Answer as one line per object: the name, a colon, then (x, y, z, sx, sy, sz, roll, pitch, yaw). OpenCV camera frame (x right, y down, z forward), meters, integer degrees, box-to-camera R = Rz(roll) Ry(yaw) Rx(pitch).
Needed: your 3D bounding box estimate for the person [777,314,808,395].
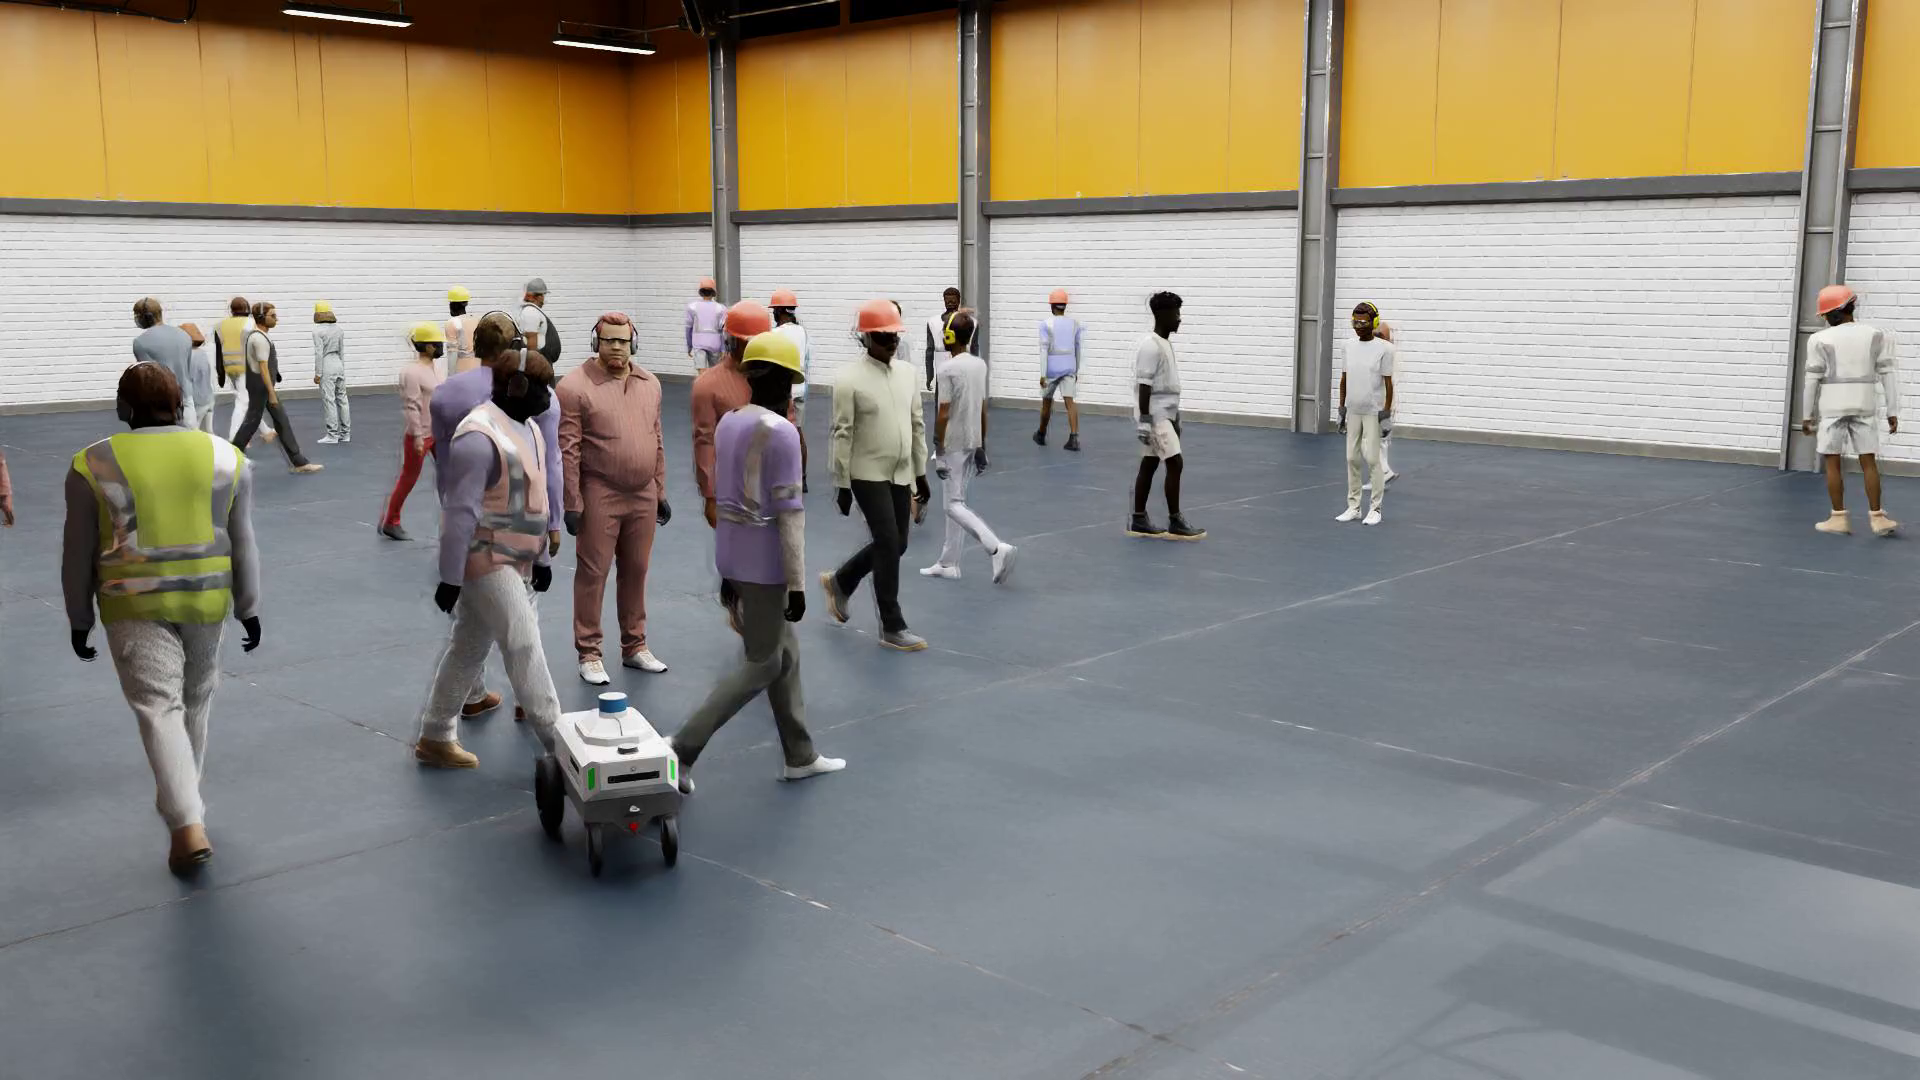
person: (-1.799, -1.516, 17.196, 0.370, 1.681, 0.546, 9, 13, 44)

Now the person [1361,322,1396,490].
person: (3.965, -1.264, 15.848, 0.363, 1.627, 0.517, 6, 11, 31)

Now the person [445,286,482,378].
person: (-5.577, -1.879, 18.670, 0.360, 1.930, 0.587, 3, 10, 18)

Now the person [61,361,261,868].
person: (-2.887, 0.248, 6.061, 0.638, 1.800, 0.977, -8, 12, -40)

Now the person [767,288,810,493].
person: (-1.640, -1.382, 15.598, 0.360, 1.936, 0.552, 4, 10, 26)

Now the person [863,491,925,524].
person: (-0.545, -0.910, 13.542, 0.706, 1.670, 0.538, 7, 12, 38)

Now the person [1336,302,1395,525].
person: (3.357, -1.044, 13.812, 0.367, 1.853, 0.490, -9, 13, -43)

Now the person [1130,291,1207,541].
person: (1.675, -0.958, 12.963, 0.754, 1.942, 0.637, 3, 10, 17)

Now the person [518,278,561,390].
person: (-5.596, -2.419, 21.641, 0.865, 2.000, 0.693, -3, 10, -16)

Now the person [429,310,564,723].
person: (-2.154, -0.101, 7.799, 0.623, 1.932, 0.382, 1, 9, 6)

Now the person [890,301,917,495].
person: (-0.649, -1.176, 14.645, 0.663, 1.836, 0.552, 2, 9, 10)

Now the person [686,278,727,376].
person: (-3.760, -2.888, 24.735, 0.615, 1.974, 1.095, -1, 9, -8)

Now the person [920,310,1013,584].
person: (0.044, -0.616, 11.195, 0.771, 1.851, 0.518, 7, 12, 36)

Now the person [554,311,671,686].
person: (-1.760, -0.220, 8.579, 0.401, 1.904, 0.650, 9, 13, 43)

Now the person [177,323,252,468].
person: (-7.322, -1.311, 16.184, 0.642, 1.605, 0.528, -1, 9, -7)

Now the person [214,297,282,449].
person: (-8.465, -1.992, 19.811, 0.641, 1.777, 1.010, 3, 10, 18)

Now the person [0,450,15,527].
person: (-5.367, -0.184, 8.890, 0.891, 1.714, 0.549, 8, 12, 39)

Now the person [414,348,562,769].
person: (-1.903, 0.102, 6.944, 0.960, 1.786, 0.652, 0, 9, 1)

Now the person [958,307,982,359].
person: (0.098, -2.364, 22.641, 0.493, 1.594, 0.576, 3, 10, 16)

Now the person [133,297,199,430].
person: (-7.092, -1.234, 14.914, 1.061, 1.875, 0.646, 5, 11, 30)

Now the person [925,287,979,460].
person: (-0.085, -1.841, 18.479, 0.596, 1.915, 0.372, 0, 9, 1)

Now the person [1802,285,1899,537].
person: (7.116, -1.028, 13.274, 0.733, 1.990, 0.521, 2, 9, 12)

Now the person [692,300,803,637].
person: (-1.162, -0.303, 8.933, 0.661, 1.957, 0.681, -8, 12, -39)

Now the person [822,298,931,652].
person: (-0.500, -0.385, 9.419, 0.829, 1.964, 0.606, 8, 12, 40)

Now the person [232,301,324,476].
person: (-7.104, -1.529, 16.951, 0.980, 1.800, 0.529, -3, 10, -16)

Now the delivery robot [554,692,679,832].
delivery robot: (-1.272, 0.806, 6.127, 0.477, 0.478, 0.707, -4, 10, -22)

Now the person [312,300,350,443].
person: (-7.706, -2.048, 20.287, 0.313, 1.741, 0.487, 3, 10, 20)

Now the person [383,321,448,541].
person: (-4.113, -0.827, 12.859, 0.930, 1.720, 0.537, 3, 10, 18)

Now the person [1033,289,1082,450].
person: (1.169, -2.019, 19.681, 0.566, 1.880, 1.010, -3, 10, -18)

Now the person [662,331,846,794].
person: (-0.865, 0.104, 6.710, 0.829, 1.882, 0.599, -6, 11, -32)
